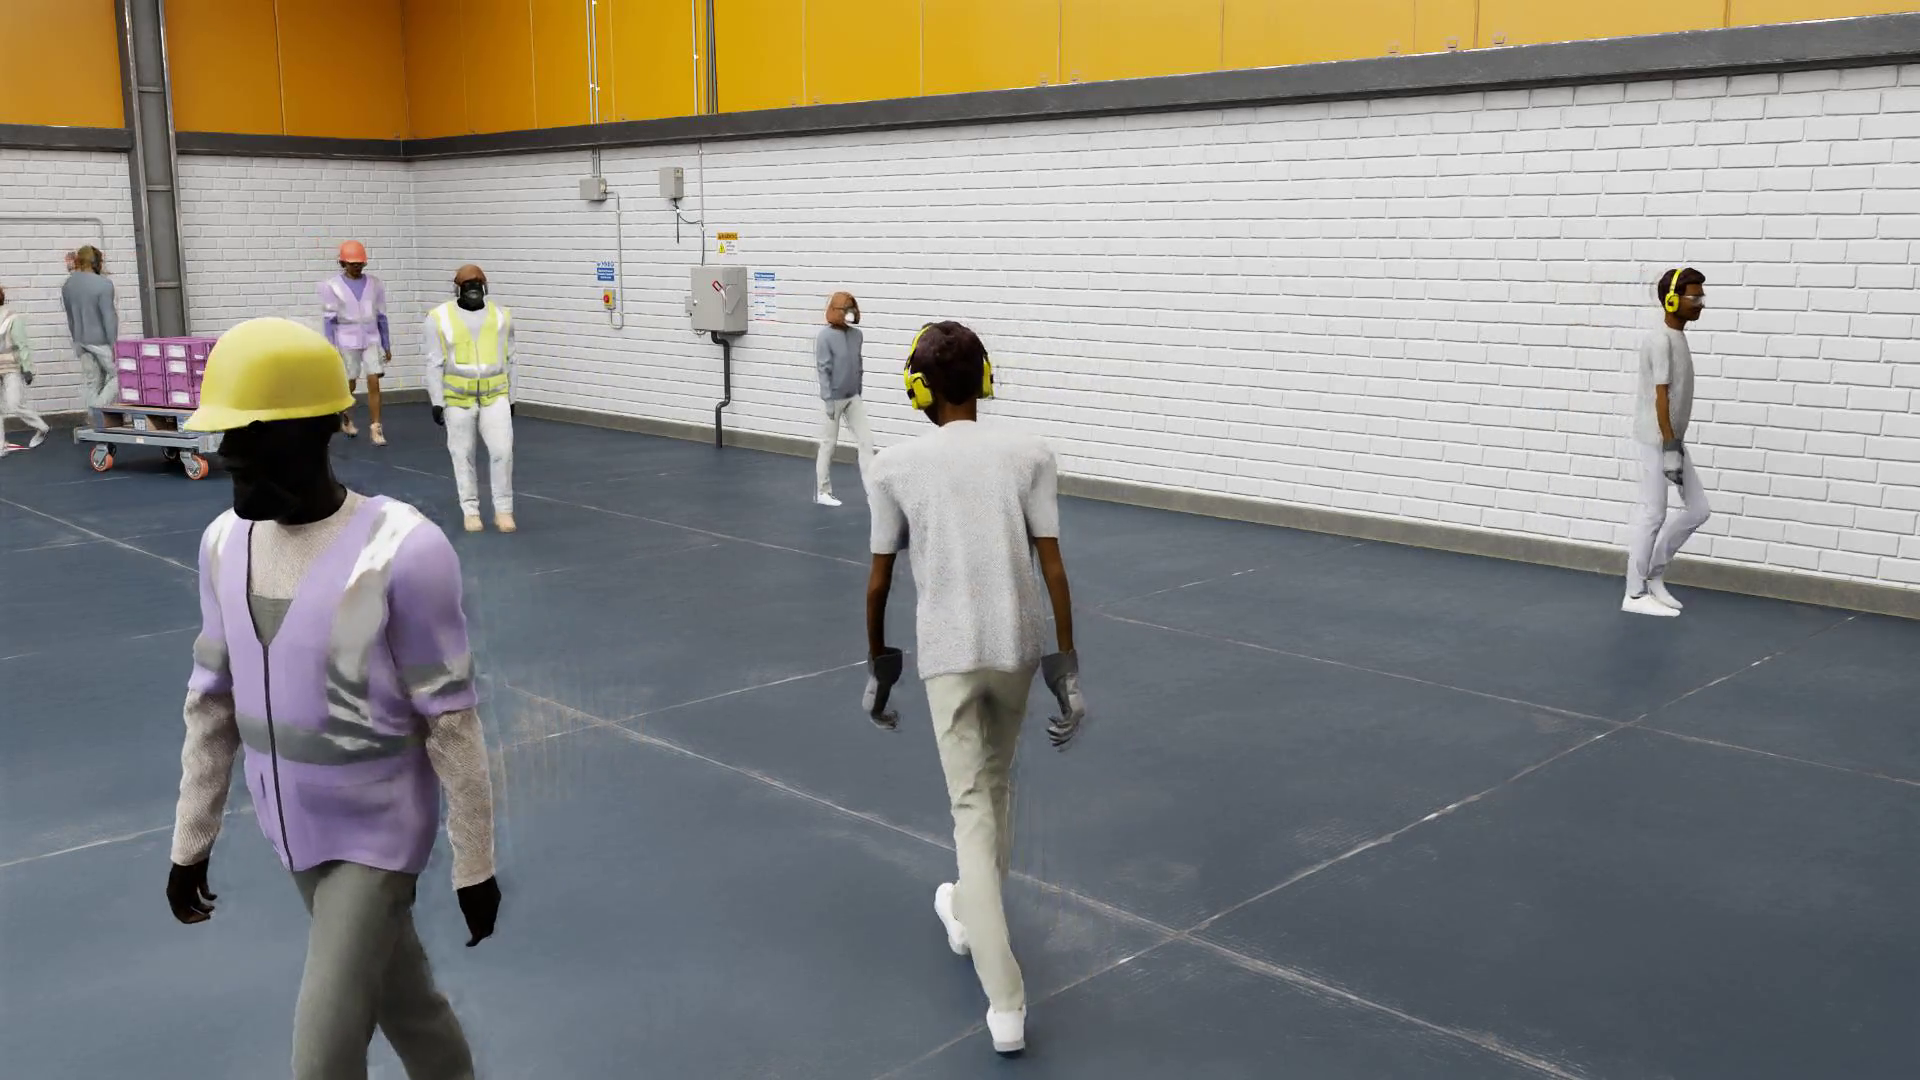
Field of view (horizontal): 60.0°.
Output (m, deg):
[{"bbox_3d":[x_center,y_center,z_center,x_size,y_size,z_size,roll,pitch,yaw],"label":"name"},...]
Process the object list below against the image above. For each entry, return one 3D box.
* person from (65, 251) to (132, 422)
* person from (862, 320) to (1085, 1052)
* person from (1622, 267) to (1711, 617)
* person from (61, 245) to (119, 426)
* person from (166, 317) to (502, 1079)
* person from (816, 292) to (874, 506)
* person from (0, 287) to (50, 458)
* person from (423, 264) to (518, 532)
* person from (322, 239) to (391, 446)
[{"bbox_3d":[-8.578,-1.938,16.572,0.482,1.877,0.698,-2,11,-10],"label":"person"},{"bbox_3d":[0.017,0.337,4.374,0.525,1.794,0.983,-2,11,-11],"label":"person"},{"bbox_3d":[3.736,-0.497,8.768,0.429,1.854,0.522,9,14,40],"label":"person"},{"bbox_3d":[-8.467,-1.921,16.327,0.646,1.924,0.433,4,11,22],"label":"person"},{"bbox_3d":[-1.198,0.539,3.056,0.618,1.870,0.986,6,12,30],"label":"person"},{"bbox_3d":[-0.797,-1.024,12.321,0.756,1.600,0.518,9,14,40],"label":"person"},{"bbox_3d":[-8.678,-1.553,15.175,0.558,1.611,0.595,1,10,5],"label":"person"},{"bbox_3d":[-3.279,-0.939,11.267,0.623,1.821,0.642,-5,11,-23],"label":"person"},{"bbox_3d":[-5.891,-1.929,16.221,0.631,1.997,0.918,-7,13,-34],"label":"person"}]
